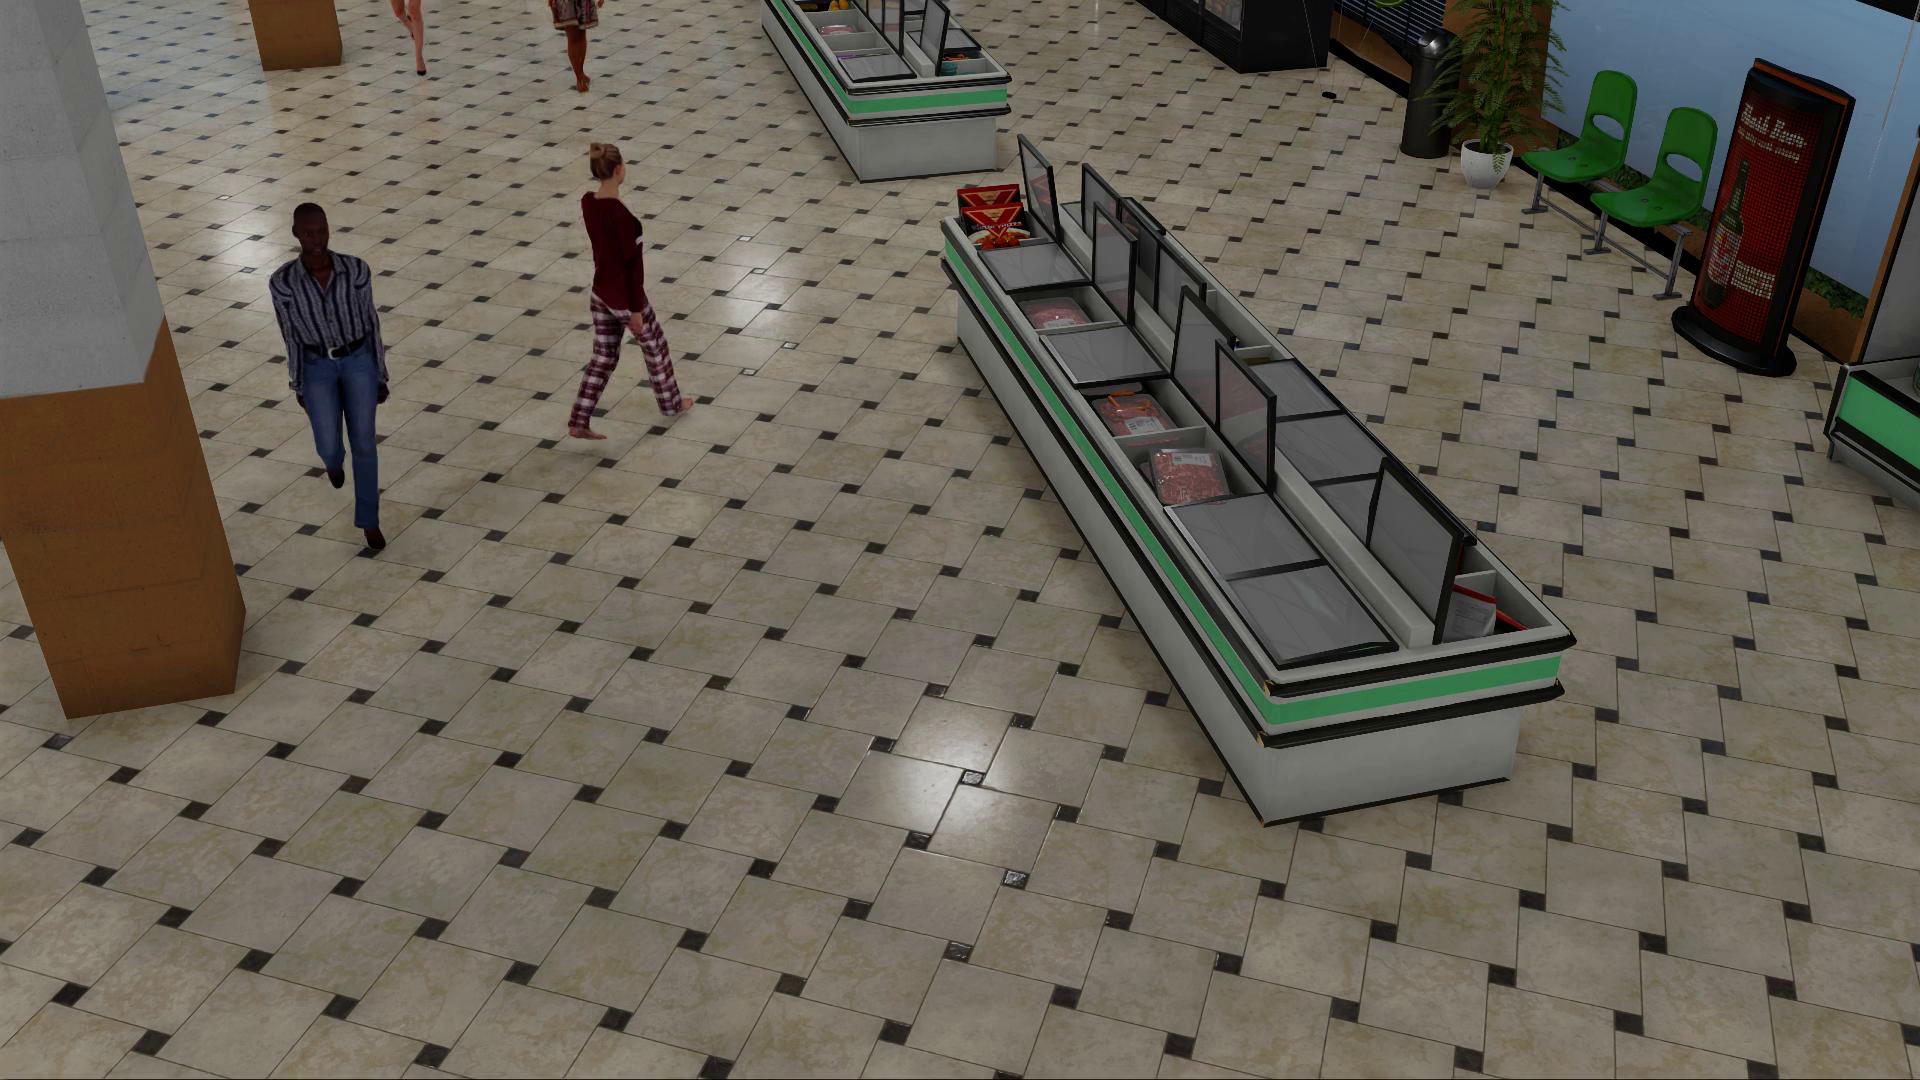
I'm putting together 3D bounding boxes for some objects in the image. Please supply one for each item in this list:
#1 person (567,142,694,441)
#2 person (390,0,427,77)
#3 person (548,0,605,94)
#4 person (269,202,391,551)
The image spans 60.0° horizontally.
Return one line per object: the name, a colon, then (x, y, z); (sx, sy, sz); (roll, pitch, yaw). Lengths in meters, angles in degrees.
person: (-1.935, -1.303, 9.093); (1.106, 1.661, 1.058); (28, 41, 37)
person: (-5.101, -5.202, 15.281); (0.590, 1.743, 0.906); (-8, 33, -13)
person: (-3.498, -4.900, 14.911); (0.749, 1.621, 0.903); (-18, 36, -26)
person: (-3.083, -0.829, 8.221); (0.764, 1.776, 0.954); (-16, 35, -24)
